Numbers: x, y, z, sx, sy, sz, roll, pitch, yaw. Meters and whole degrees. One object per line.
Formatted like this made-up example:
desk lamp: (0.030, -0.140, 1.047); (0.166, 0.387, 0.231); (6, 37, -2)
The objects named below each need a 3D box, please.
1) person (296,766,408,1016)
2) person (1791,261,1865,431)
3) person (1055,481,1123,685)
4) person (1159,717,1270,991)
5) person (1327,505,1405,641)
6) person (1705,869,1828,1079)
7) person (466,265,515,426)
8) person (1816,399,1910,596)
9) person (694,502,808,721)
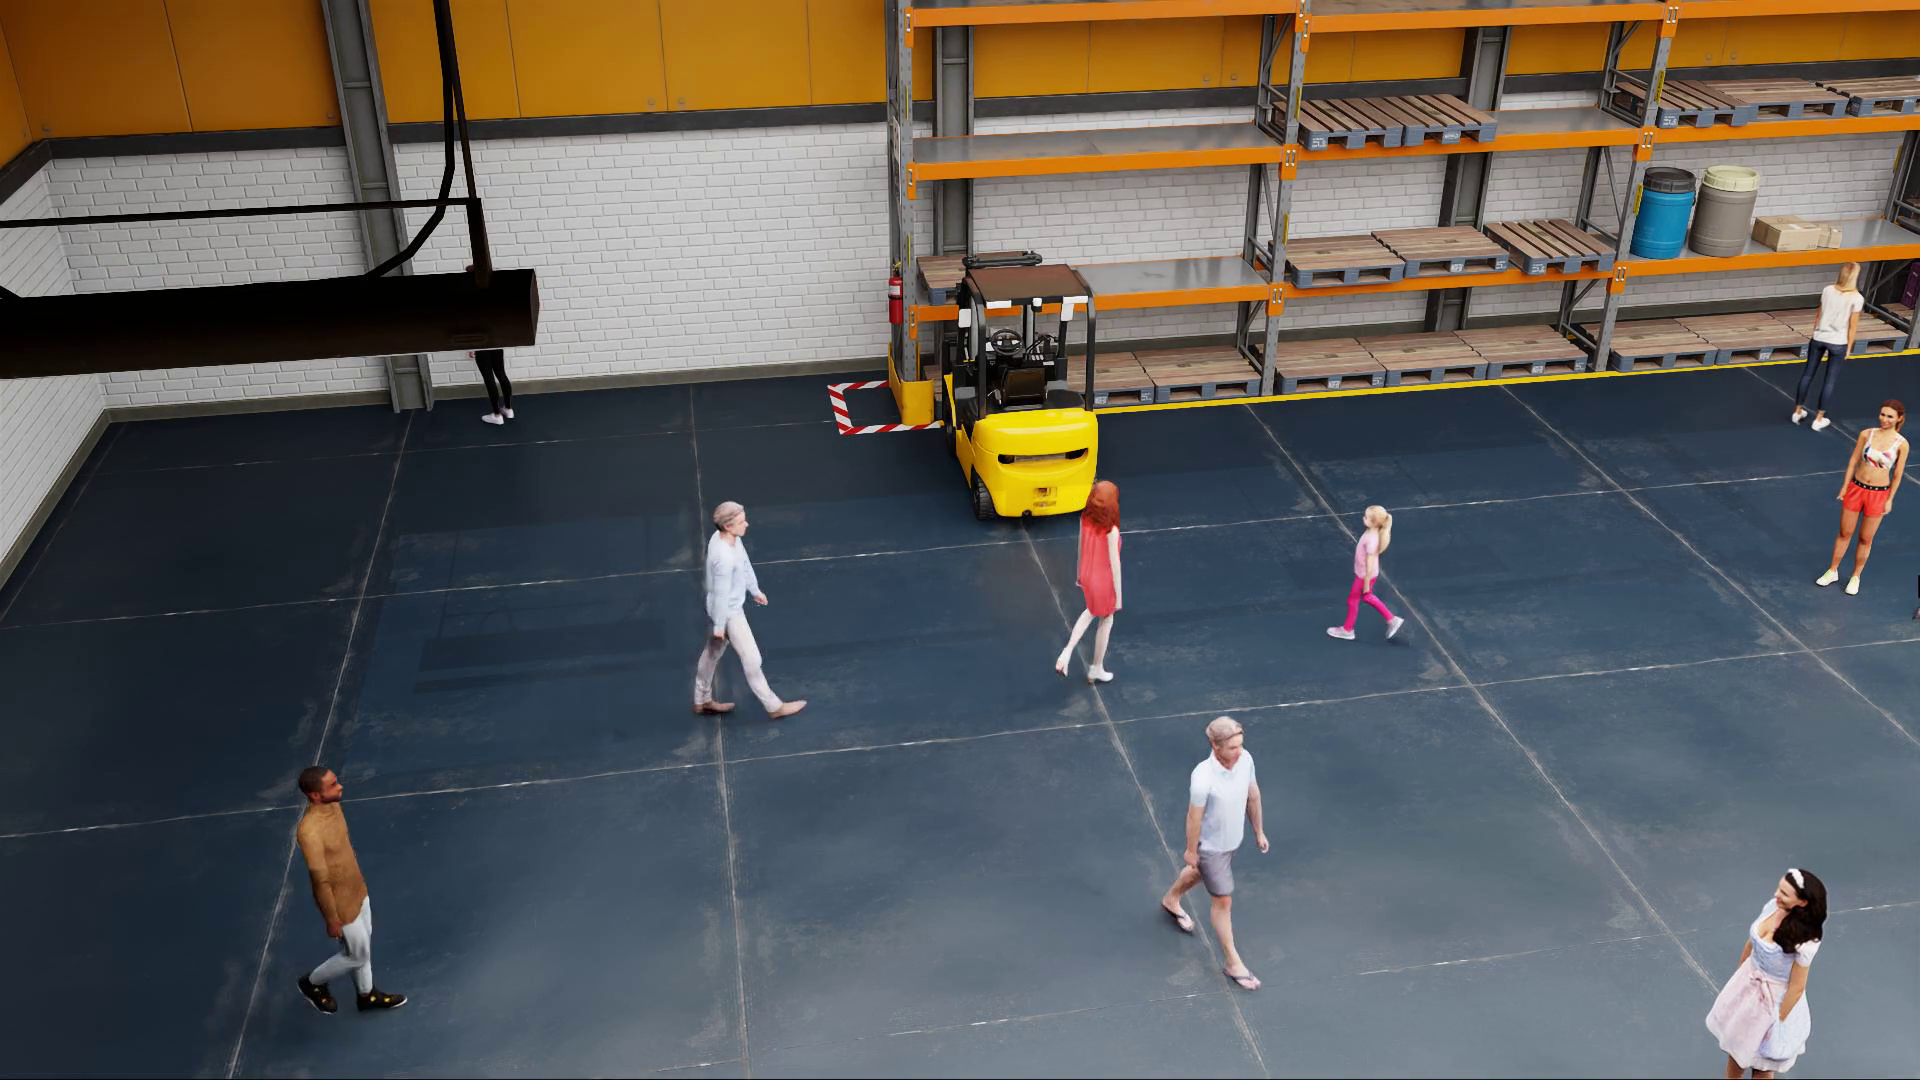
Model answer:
person: (-3.733, 2.103, 9.795); (0.856, 1.808, 0.702); (-2, 29, -3)
person: (9.090, -2.049, 17.404); (0.683, 1.809, 0.658); (-24, 37, -37)
person: (1.004, 0.383, 12.943); (0.906, 1.812, 0.801); (-20, 34, -32)
person: (1.532, 1.819, 10.335); (1.191, 1.789, 1.122); (-23, 36, -36)
person: (3.410, 0.281, 13.710); (0.893, 1.256, 0.744); (10, 30, 17)
person: (4.368, 2.515, 9.029); (0.720, 1.818, 0.697); (-3, 29, -6)
person: (-4.971, -2.067, 17.507); (0.710, 1.742, 0.656); (17, 33, 29)
person: (7.849, -0.388, 14.377); (0.686, 1.791, 0.731); (23, 36, 36)
person: (-1.857, 0.562, 12.573); (1.099, 1.852, 0.684); (-4, 29, -7)
